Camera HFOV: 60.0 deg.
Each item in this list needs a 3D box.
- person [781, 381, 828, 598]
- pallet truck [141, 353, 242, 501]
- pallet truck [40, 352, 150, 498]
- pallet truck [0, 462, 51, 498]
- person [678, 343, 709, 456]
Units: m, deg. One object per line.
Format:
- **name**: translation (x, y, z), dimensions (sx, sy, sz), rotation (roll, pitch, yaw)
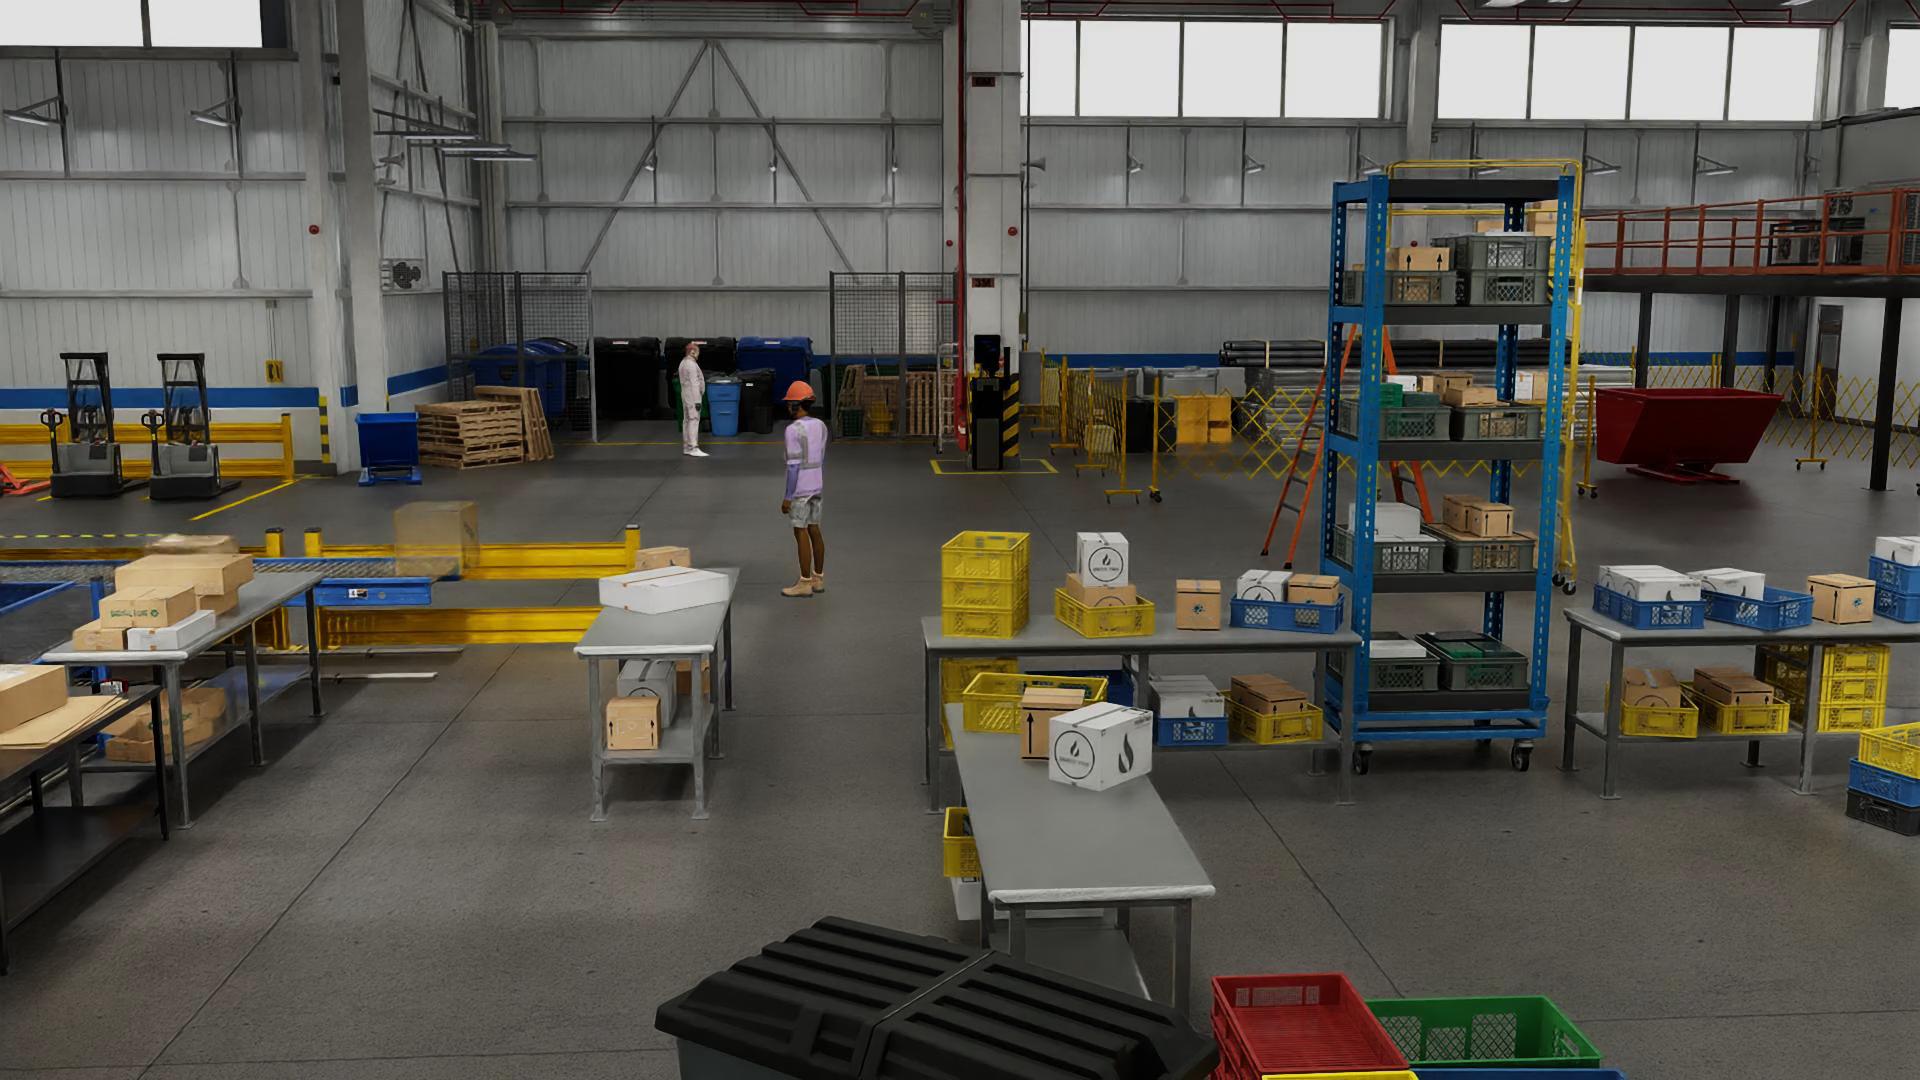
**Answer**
- **person**: translation (-1.494, -0.475, 15.691), dimensions (0.377, 2.045, 0.605), rotation (4, 10, 25)
- **pallet truck**: translation (-10.520, -1.604, 22.925), dimensions (0.823, 1.965, 1.885), rotation (-1, 9, -6)
- **pallet truck**: translation (-11.907, -1.642, 23.165), dimensions (0.823, 1.965, 1.885), rotation (0, 9, 0)
- **pallet truck**: translation (-13.193, -1.293, 23.148), dimensions (0.653, 1.274, 1.630), rotation (-1, 9, -4)
- **person**: translation (-4.478, -2.356, 27.922), dimensions (0.411, 1.911, 0.643), rotation (-5, 10, -28)
